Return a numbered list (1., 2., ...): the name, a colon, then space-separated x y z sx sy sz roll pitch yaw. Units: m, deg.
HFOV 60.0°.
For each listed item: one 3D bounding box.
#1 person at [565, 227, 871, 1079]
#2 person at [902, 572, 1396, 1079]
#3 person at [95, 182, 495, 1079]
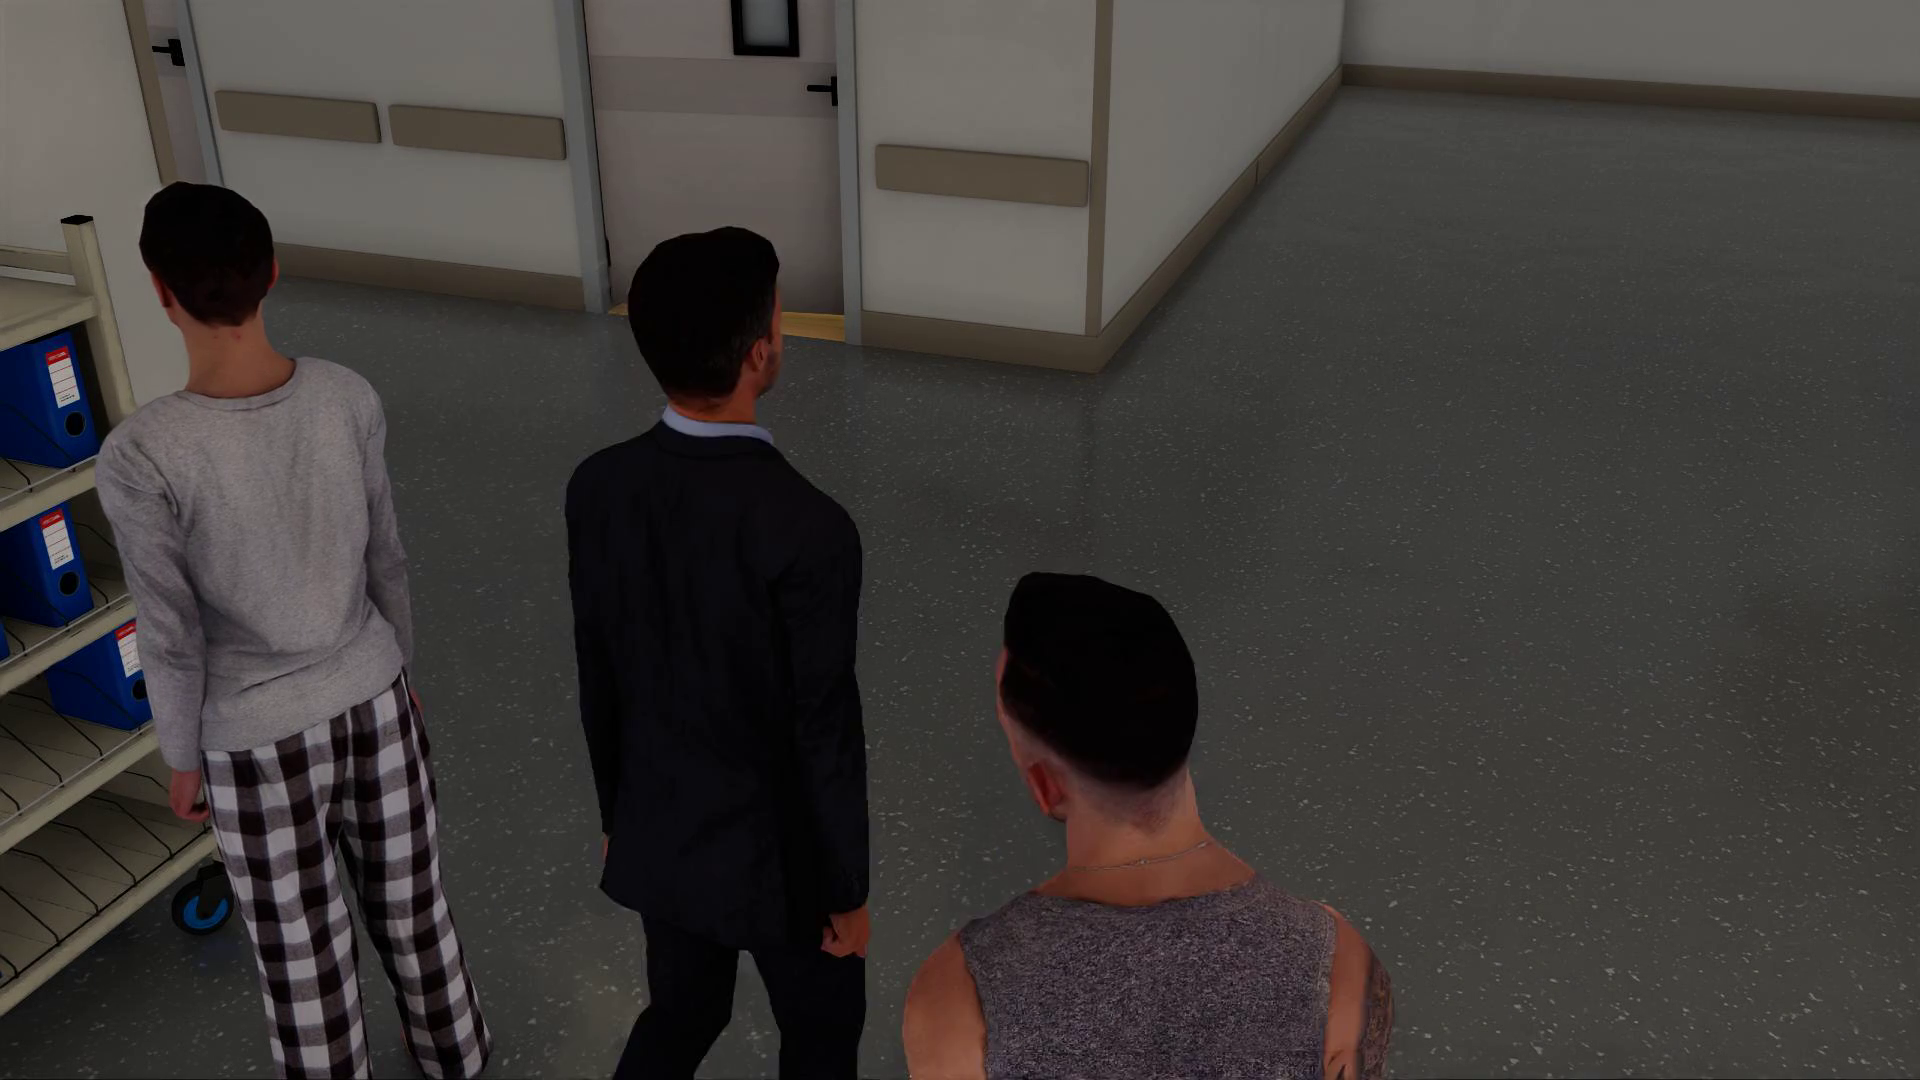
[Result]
1. person: -0.381 0.492 2.477 0.700 1.849 1.024 13 29 24
2. person: 0.191 0.929 1.750 0.975 1.790 1.220 0 26 0
3. person: -1.132 0.299 2.879 0.755 1.847 0.609 22 33 38
